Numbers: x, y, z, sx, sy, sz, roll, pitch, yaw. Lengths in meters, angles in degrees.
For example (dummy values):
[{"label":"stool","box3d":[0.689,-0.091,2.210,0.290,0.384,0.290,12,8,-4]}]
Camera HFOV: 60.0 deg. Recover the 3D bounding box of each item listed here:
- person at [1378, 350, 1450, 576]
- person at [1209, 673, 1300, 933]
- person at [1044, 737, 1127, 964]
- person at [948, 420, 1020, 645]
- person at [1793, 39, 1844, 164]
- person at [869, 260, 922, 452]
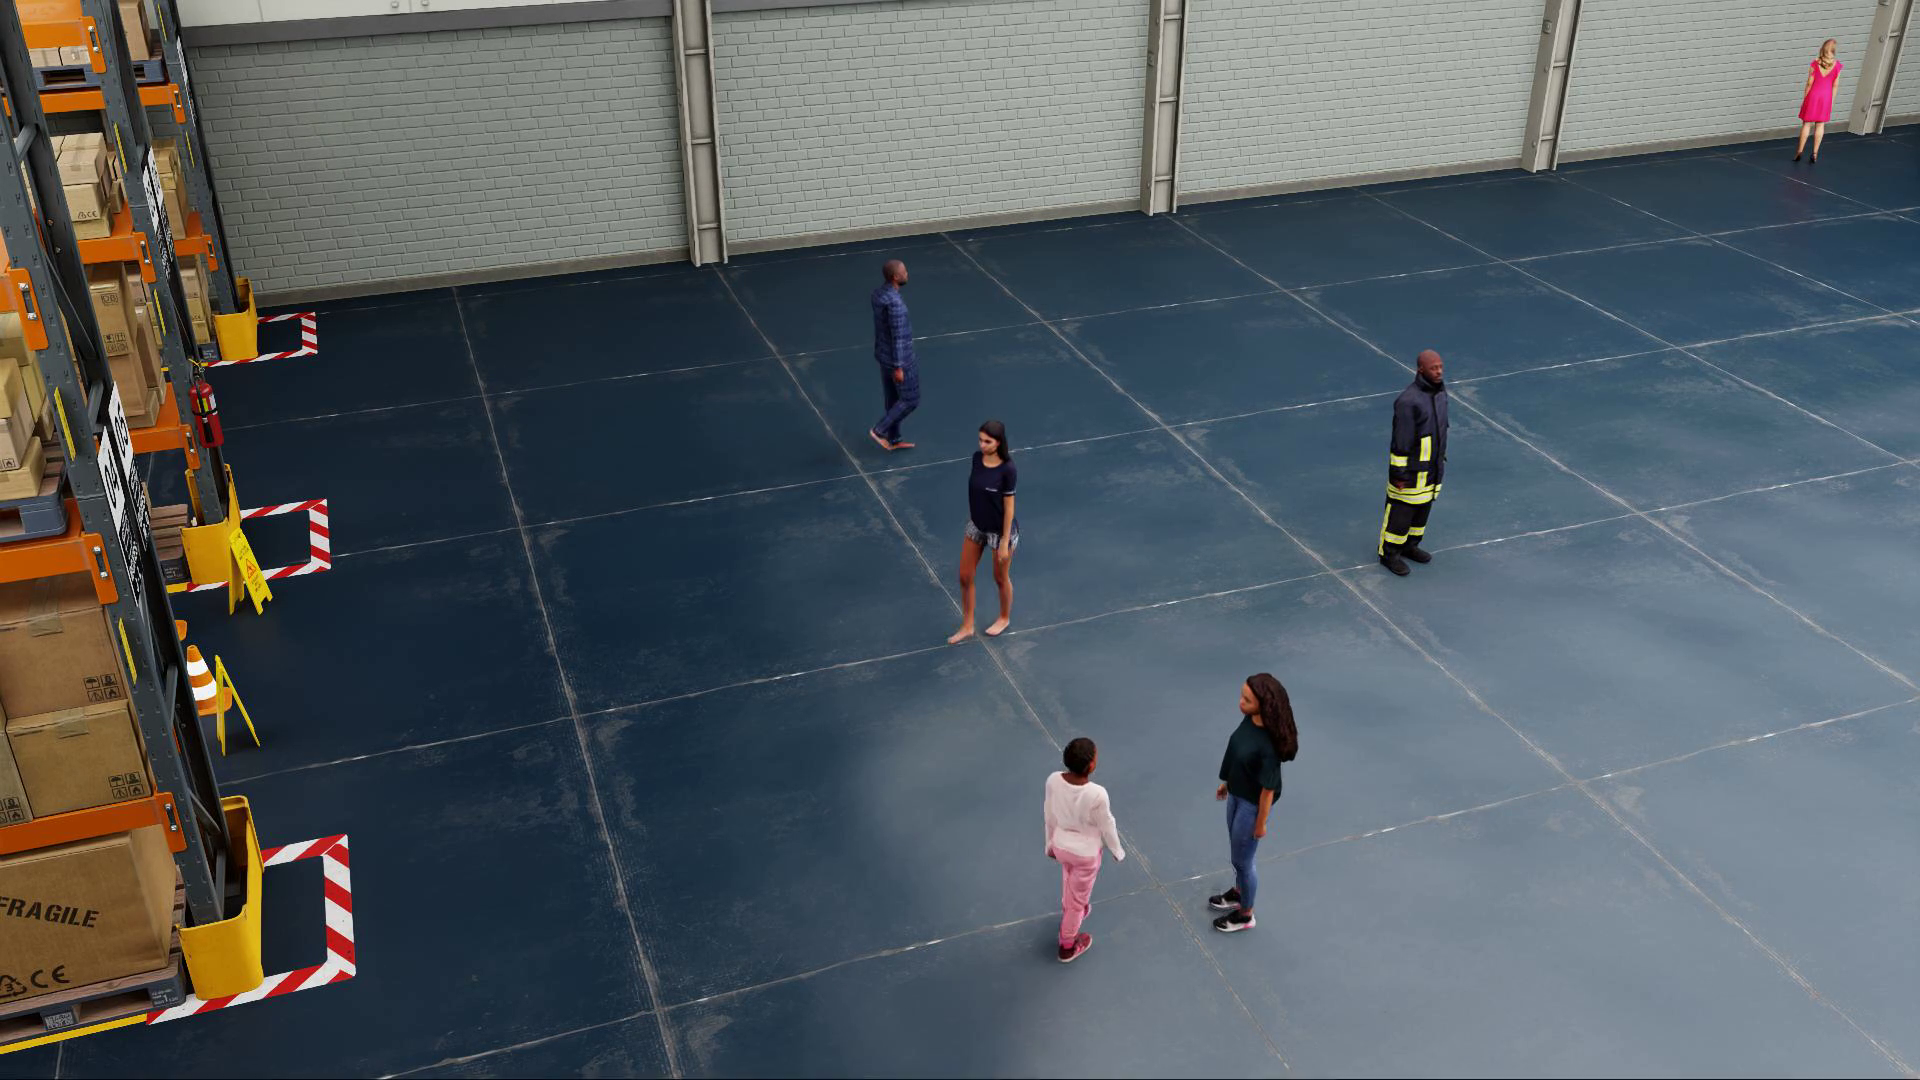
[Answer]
[{"label":"person","box3d":[3.565,-0.640,13.022,0.752,1.822,0.901,-22,35,-35]},{"label":"person","box3d":[1.665,1.443,9.335,0.692,1.611,0.668,-3,28,-5]},{"label":"person","box3d":[0.605,1.698,9.040,0.723,1.439,0.795,21,35,34]},{"label":"person","box3d":[0.293,-0.089,12.070,0.822,1.745,0.924,22,35,36]},{"label":"person","box3d":[12.202,-6.245,23.649,0.660,1.727,0.723,12,30,21]},{"label":"person","box3d":[-0.657,-1.610,14.857,0.670,1.810,0.677,-10,30,-17]}]
